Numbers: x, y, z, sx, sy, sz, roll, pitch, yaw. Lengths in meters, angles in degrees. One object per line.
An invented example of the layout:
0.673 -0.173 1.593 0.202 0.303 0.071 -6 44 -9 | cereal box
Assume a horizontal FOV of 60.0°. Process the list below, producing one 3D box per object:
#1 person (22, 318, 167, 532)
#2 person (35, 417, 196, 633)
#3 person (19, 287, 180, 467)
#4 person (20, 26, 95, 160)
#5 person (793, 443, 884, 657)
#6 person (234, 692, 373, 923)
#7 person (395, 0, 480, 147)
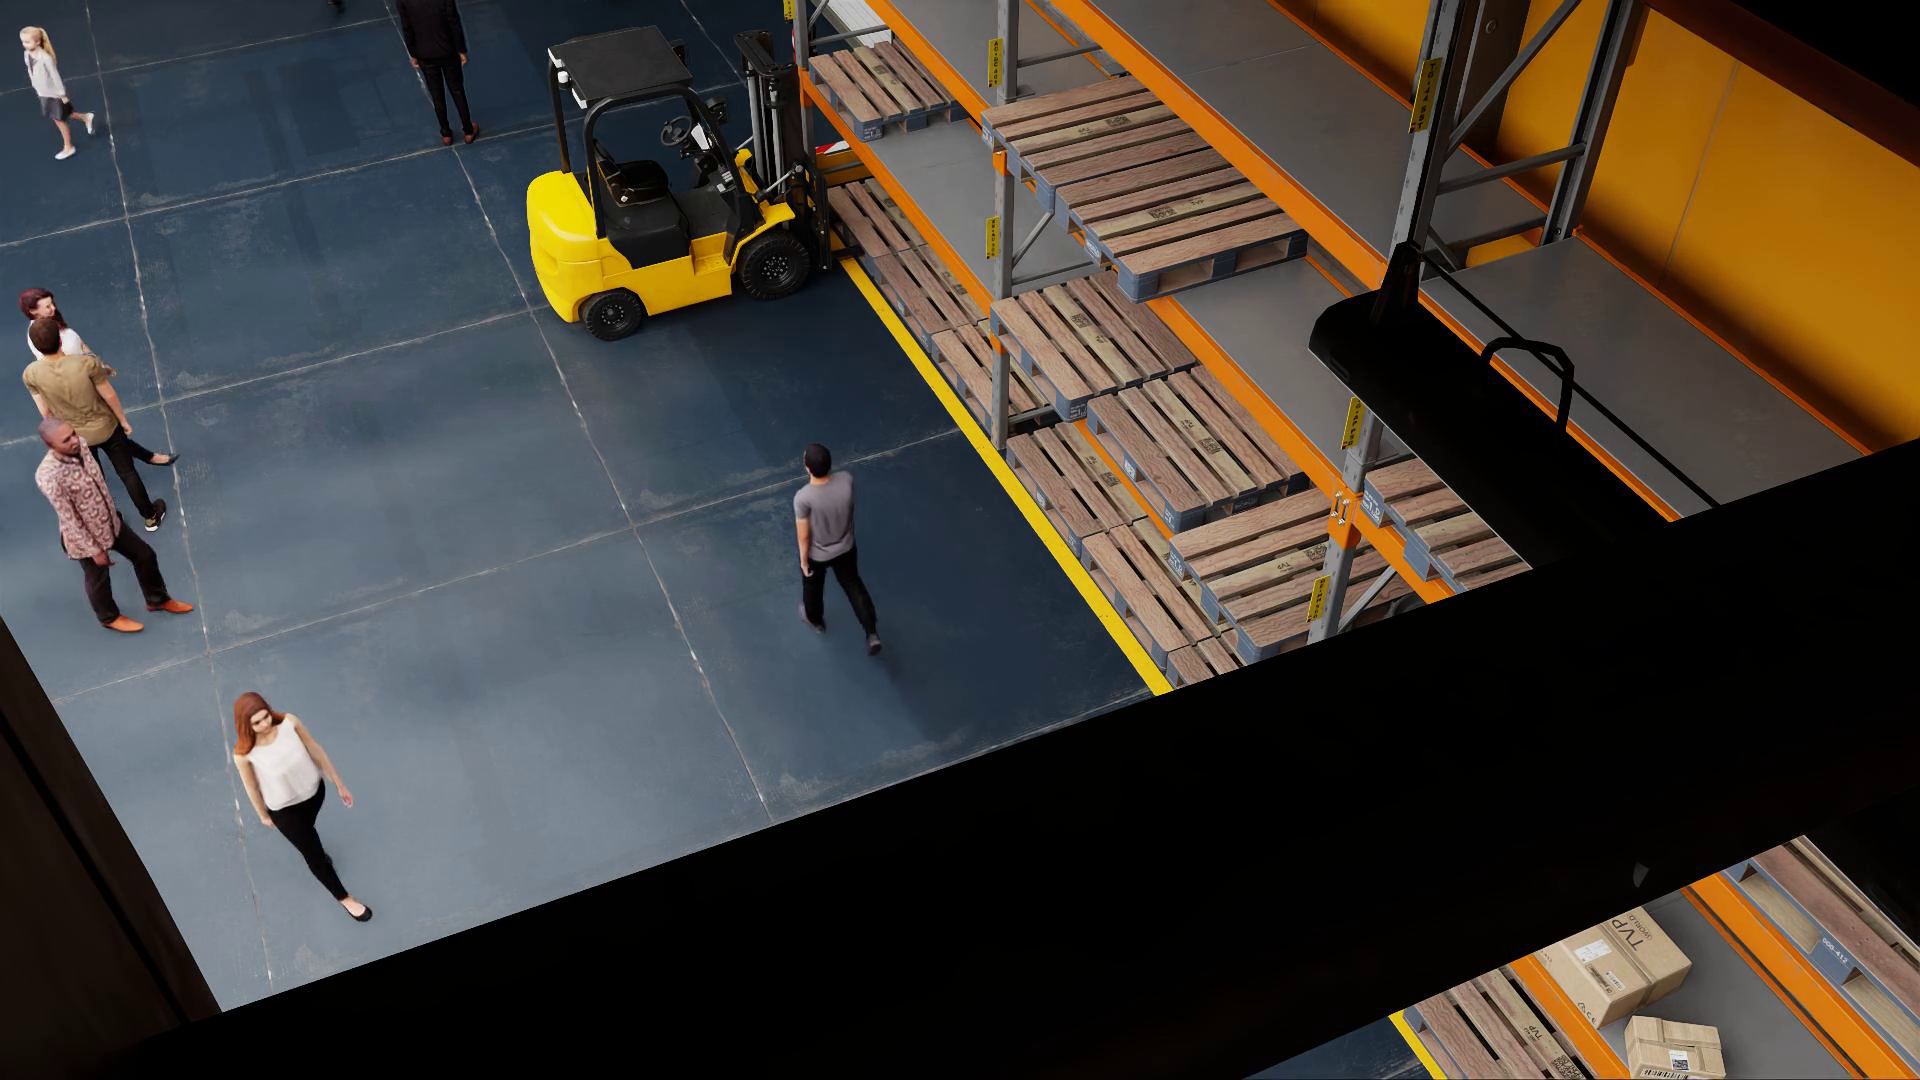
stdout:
-6.100 -0.776 11.659 0.679 1.852 0.594 -13 45 -14 | person
-5.802 -0.084 10.980 0.975 1.786 0.925 8 44 8 | person
-6.528 -1.049 12.018 0.705 1.751 0.995 -15 46 -15 | person
-8.577 -4.287 15.771 0.804 1.264 0.800 23 48 22 | person
-0.812 0.077 10.847 0.696 1.737 1.047 -25 49 -24 | person
-3.843 1.415 9.485 1.128 1.678 0.910 27 50 25 | person
-4.933 -4.612 15.663 0.749 1.883 0.657 -7 44 -7 | person
